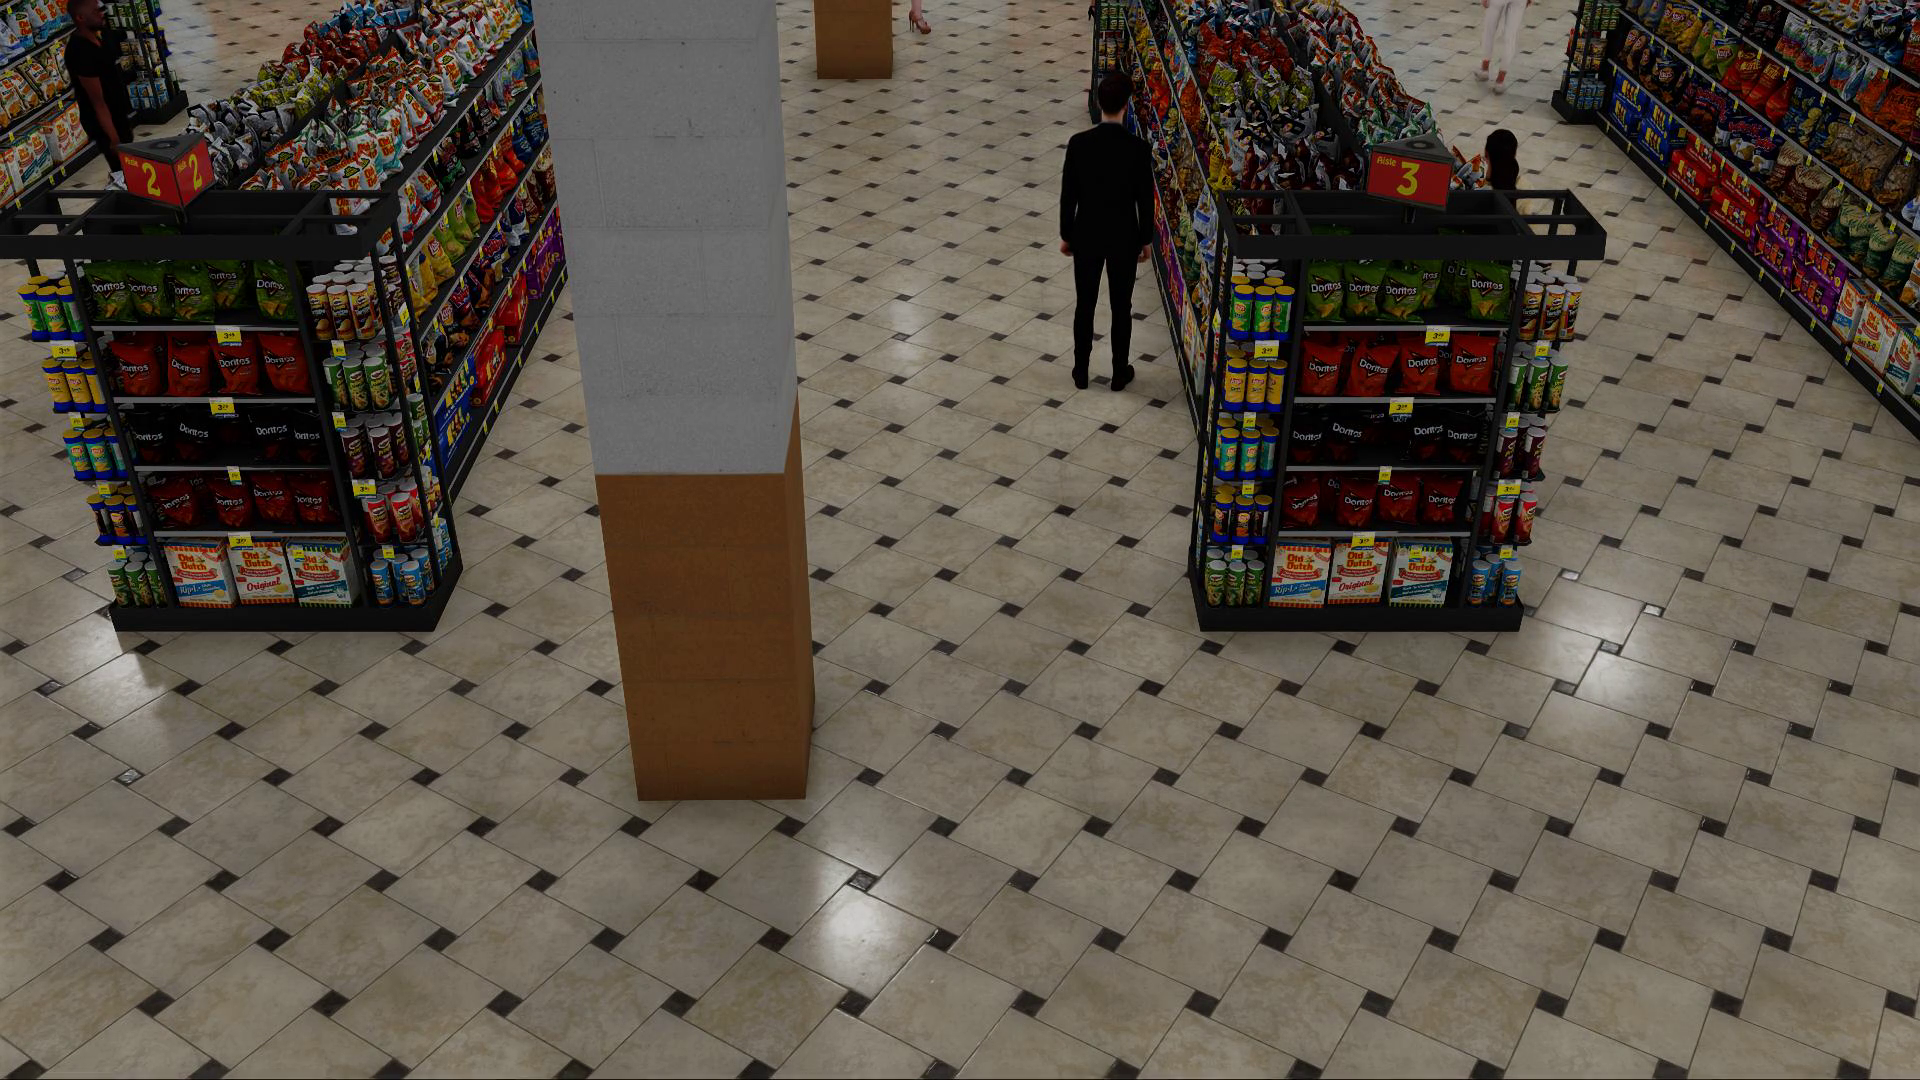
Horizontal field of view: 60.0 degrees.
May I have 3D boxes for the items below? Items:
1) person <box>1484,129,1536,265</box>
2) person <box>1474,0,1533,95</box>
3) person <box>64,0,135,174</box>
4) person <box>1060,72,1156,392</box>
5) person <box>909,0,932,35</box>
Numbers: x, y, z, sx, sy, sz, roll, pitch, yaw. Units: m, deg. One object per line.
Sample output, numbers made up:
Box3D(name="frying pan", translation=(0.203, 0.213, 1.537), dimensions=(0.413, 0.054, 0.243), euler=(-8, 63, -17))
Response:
Box3D(name="person", translation=(3.009, -1.561, 9.589), dimensions=(0.659, 1.630, 0.558), euler=(-3, 32, -5))
Box3D(name="person", translation=(4.882, -4.811, 14.762), dimensions=(0.715, 1.683, 0.864), euler=(5, 32, 9))
Box3D(name="person", translation=(-5.871, -2.830, 11.454), dimensions=(0.788, 1.815, 0.610), euler=(-9, 33, -14))
Box3D(name="person", translation=(0.848, -1.768, 9.675), dimensions=(0.739, 1.891, 0.652), euler=(5, 32, 9))
Box3D(name="person", translation=(-0.391, -5.969, 16.520), dimensions=(0.674, 1.793, 0.489), euler=(-6, 32, -9))
